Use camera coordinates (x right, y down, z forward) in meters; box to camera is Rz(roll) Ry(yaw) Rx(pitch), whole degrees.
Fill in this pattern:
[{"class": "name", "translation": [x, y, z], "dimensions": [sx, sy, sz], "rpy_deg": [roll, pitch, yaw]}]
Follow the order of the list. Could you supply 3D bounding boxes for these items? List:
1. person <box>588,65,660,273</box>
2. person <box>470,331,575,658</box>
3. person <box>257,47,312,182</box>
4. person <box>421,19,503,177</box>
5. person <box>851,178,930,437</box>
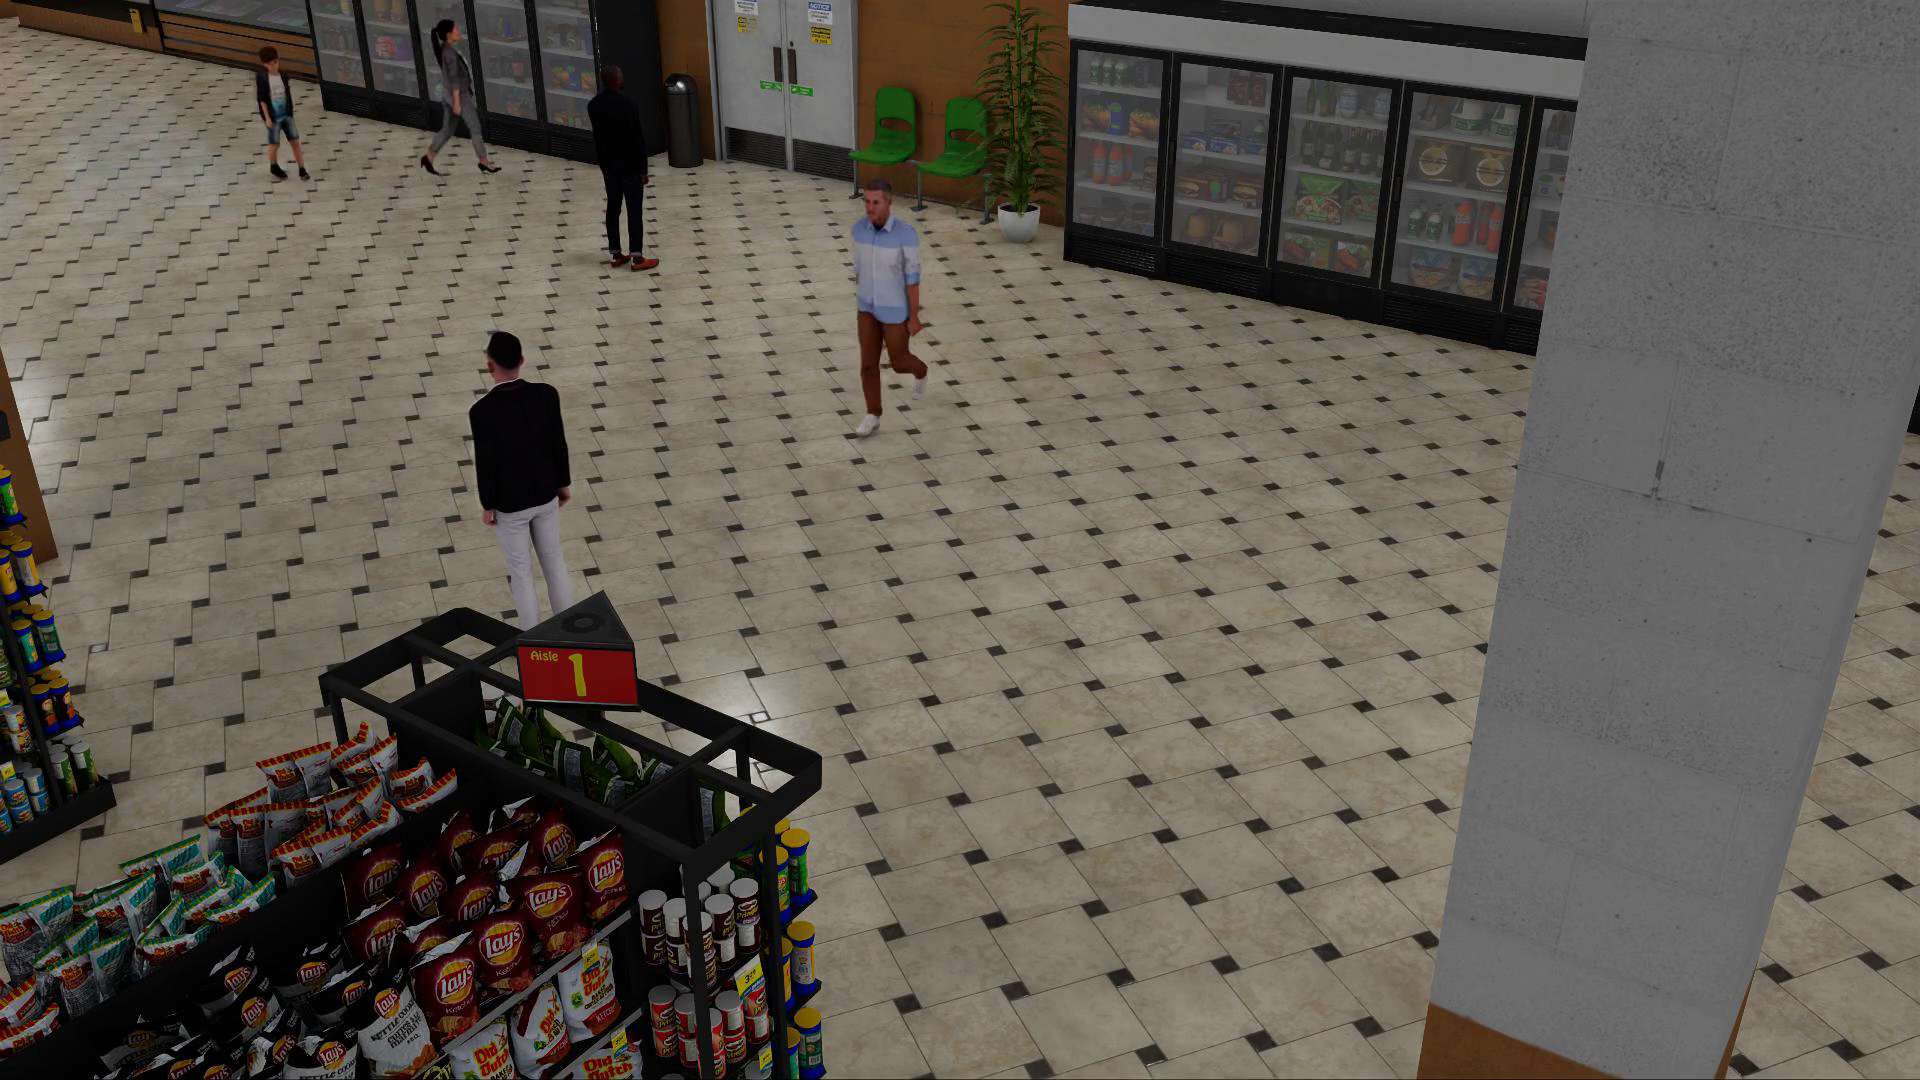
[{"class": "person", "translation": [-3.030, -3.319, 14.857], "dimensions": [0.713, 1.818, 0.625], "rpy_deg": [14, 30, 26]}, {"class": "person", "translation": [-2.275, -0.214, 8.709], "dimensions": [0.601, 1.840, 0.773], "rpy_deg": [-20, 33, -34]}, {"class": "person", "translation": [-7.269, -4.518, 17.669], "dimensions": [0.676, 1.414, 0.882], "rpy_deg": [19, 32, 32]}, {"class": "person", "translation": [-5.440, -4.647, 17.670], "dimensions": [1.167, 1.642, 0.939], "rpy_deg": [-14, 30, -25]}, {"class": "person", "translation": [-0.480, -1.643, 11.578], "dimensions": [0.800, 1.796, 1.088], "rpy_deg": [12, 29, 23]}]
